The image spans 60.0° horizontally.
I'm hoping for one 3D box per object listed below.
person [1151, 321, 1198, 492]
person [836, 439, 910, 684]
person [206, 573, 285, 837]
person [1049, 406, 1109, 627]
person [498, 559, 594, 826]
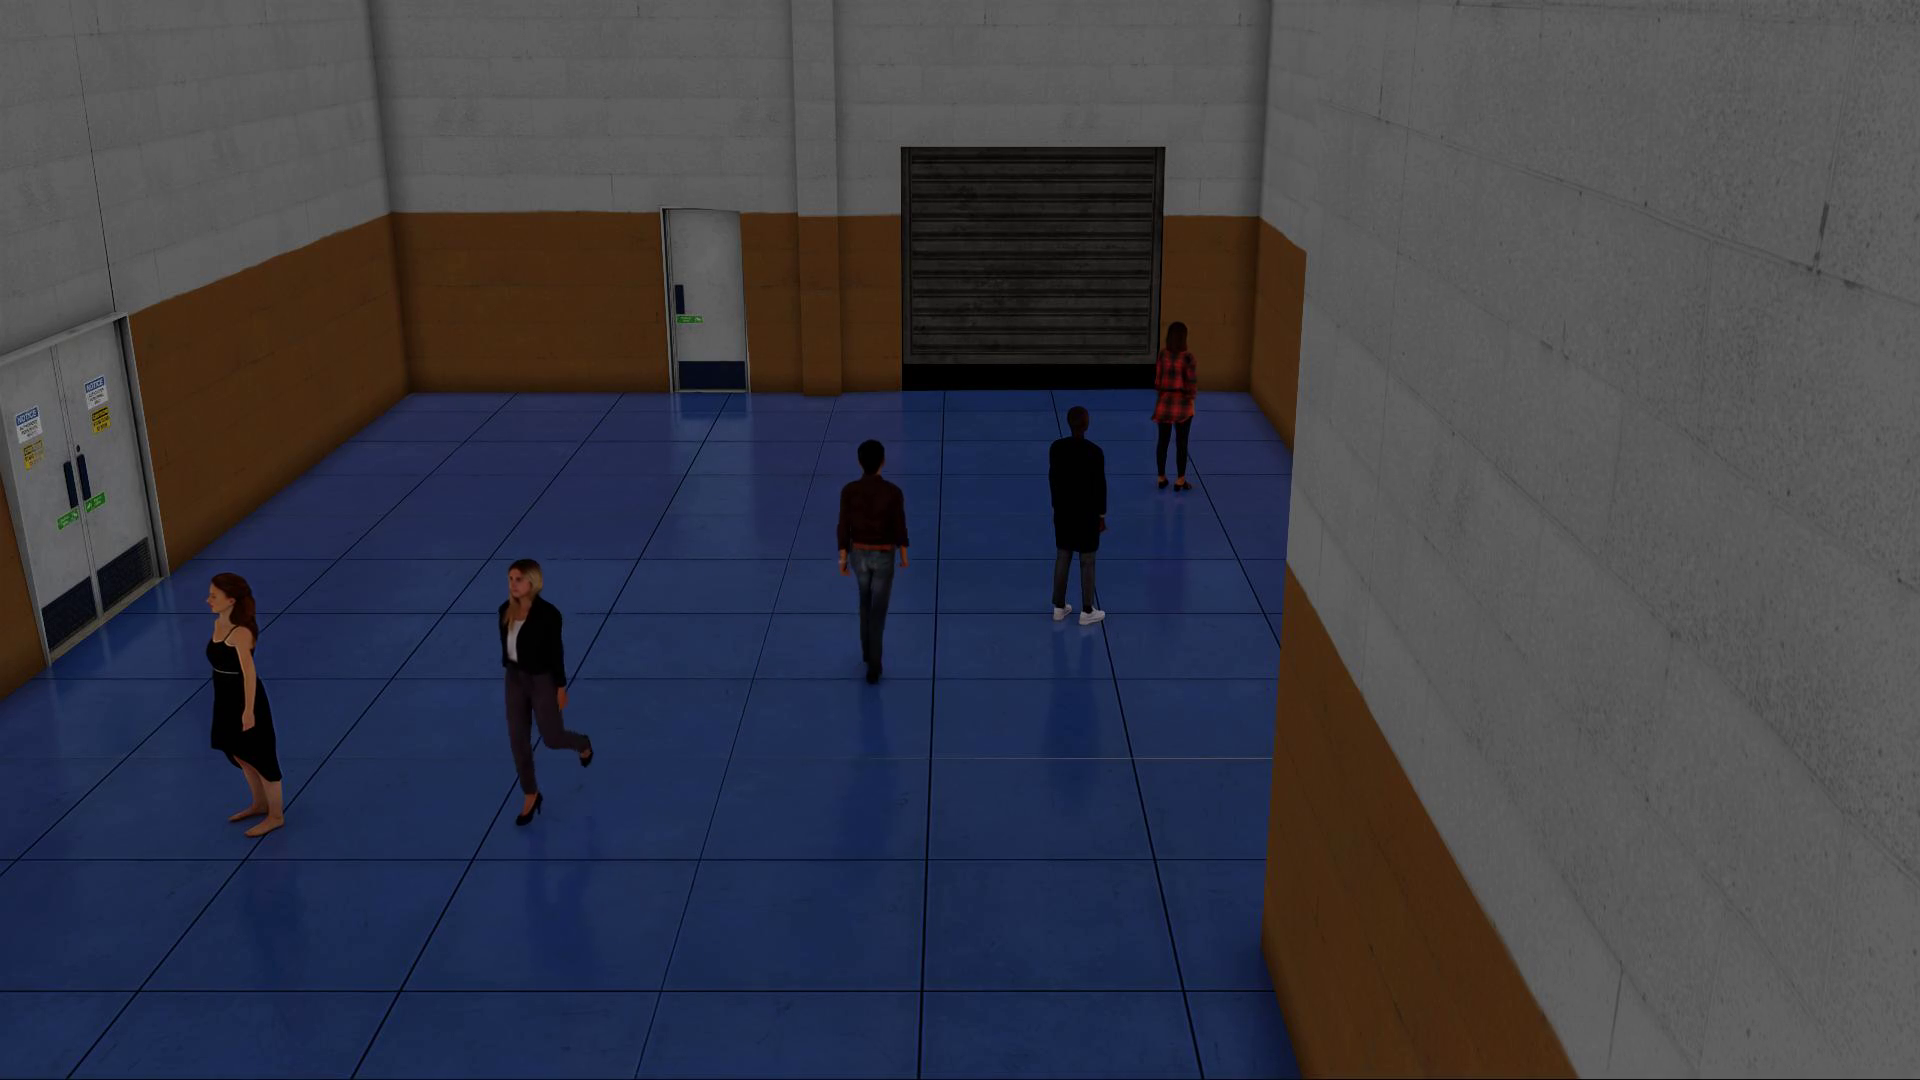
[{"bbox_3d":[2.142,-1.338,16.589,0.680,1.702,0.762,14,23,35],"label":"person"},{"bbox_3d":[-0.647,0.181,11.995,0.809,1.759,0.804,5,19,13],"label":"person"},{"bbox_3d":[-4.254,0.964,9.884,0.735,1.624,0.681,-16,24,-39],"label":"person"},{"bbox_3d":[0.916,-0.200,13.122,0.669,1.762,0.784,11,21,29],"label":"person"},{"bbox_3d":[-2.516,0.888,10.064,0.938,1.655,0.877,8,20,23],"label":"person"}]
